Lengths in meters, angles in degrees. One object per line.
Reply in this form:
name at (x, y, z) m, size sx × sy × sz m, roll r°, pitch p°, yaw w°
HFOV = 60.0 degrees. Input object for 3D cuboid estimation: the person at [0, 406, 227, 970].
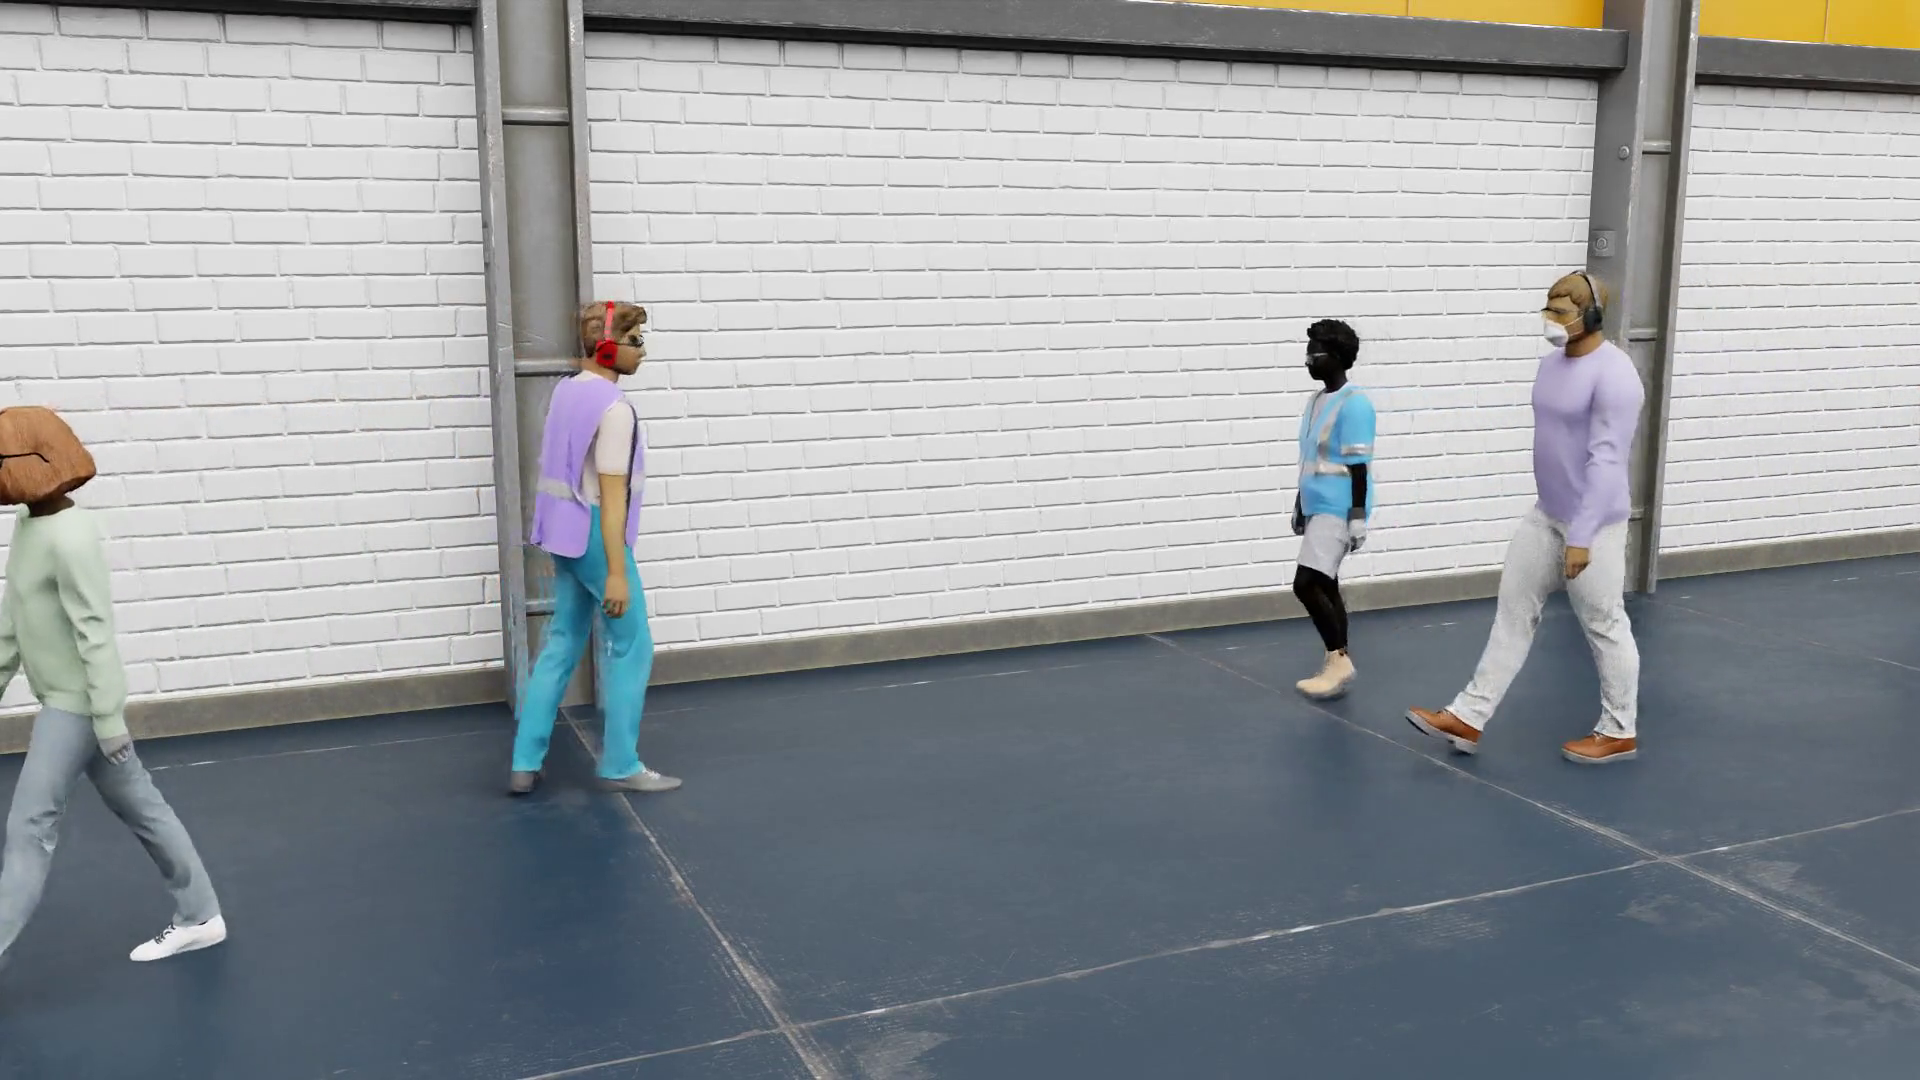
person at (-2.420, 0.443, 4.410) m, size 0.870 × 1.590 × 0.515 m, roll -7°, pitch 12°, yaw -34°

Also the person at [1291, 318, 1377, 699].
person at (1.588, -0.122, 7.268) m, size 0.405 × 1.675 × 0.552 m, roll -1°, pitch 10°, yaw -8°

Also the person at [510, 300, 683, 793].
person at (-1.378, 0.053, 5.983) m, size 0.580 × 1.813 × 0.627 m, roll -7°, pitch 12°, yaw -34°

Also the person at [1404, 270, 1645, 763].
person at (2.232, -0.061, 6.332) m, size 0.904 × 1.893 × 0.645 m, roll -2°, pitch 10°, yaw -10°
